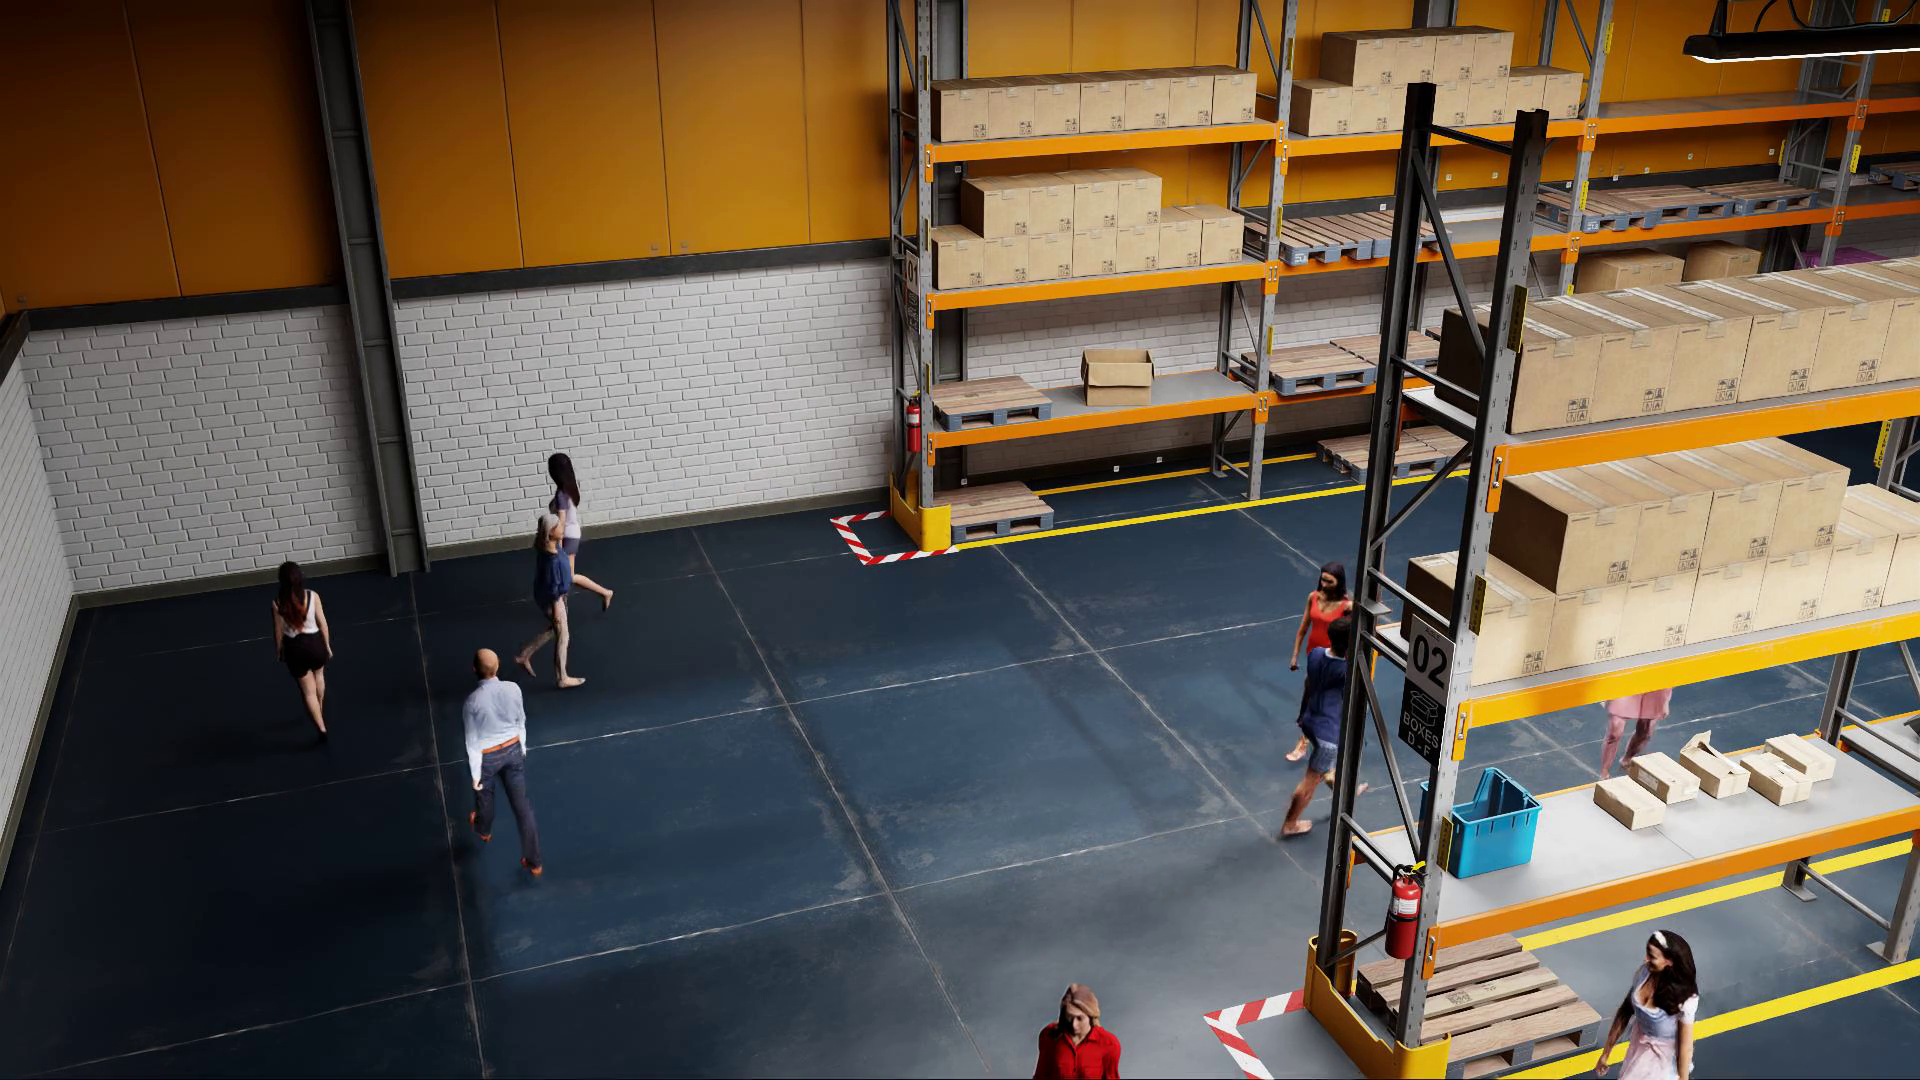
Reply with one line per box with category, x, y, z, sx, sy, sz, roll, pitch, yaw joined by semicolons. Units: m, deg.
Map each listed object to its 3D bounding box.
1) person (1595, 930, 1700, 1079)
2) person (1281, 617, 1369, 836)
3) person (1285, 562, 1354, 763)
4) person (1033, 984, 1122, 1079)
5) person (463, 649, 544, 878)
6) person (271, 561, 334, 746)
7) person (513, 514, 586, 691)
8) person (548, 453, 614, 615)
person;3.943;2.933;9.259;1.011;1.779;0.716;-7;24;-15
person;2.696;1.454;12.614;1.122;1.801;0.706;-11;26;-24
person;3.084;0.965;13.890;0.965;1.675;1.221;20;31;38
person;0.631;3.092;8.990;0.628;1.703;0.752;4;24;9
person;-3.331;1.672;12.195;1.259;1.737;0.985;-17;29;-34
person;-5.460;0.984;13.909;0.890;1.625;0.760;-14;27;-30
person;-3.712;0.563;14.798;0.821;1.684;0.620;-8;25;-17
person;-3.752;-0.019;16.123;0.989;1.690;0.734;-2;24;-5
